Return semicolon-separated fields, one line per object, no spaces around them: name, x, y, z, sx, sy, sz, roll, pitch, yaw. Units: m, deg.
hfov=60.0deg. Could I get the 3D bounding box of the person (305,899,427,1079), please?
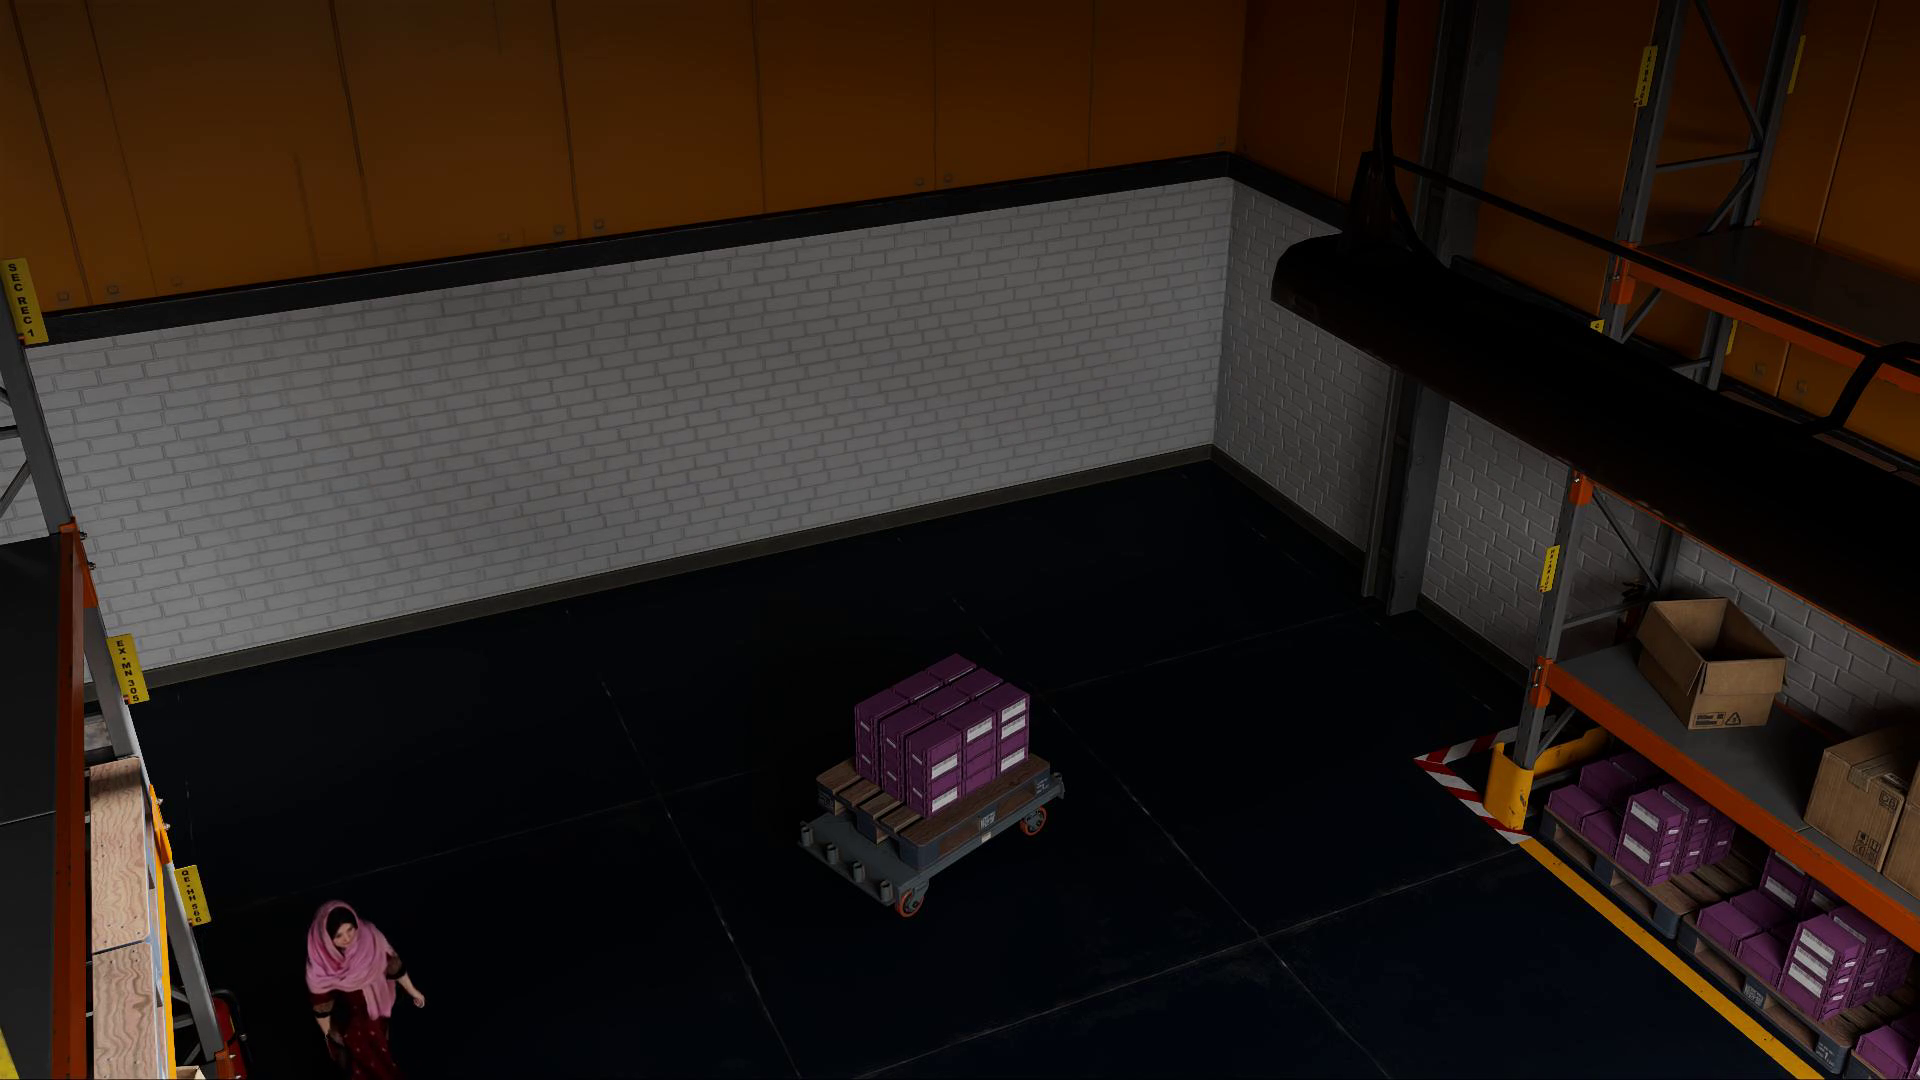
person;-3.227;2.464;8.736;1.102;1.609;1.030;9;30;16
